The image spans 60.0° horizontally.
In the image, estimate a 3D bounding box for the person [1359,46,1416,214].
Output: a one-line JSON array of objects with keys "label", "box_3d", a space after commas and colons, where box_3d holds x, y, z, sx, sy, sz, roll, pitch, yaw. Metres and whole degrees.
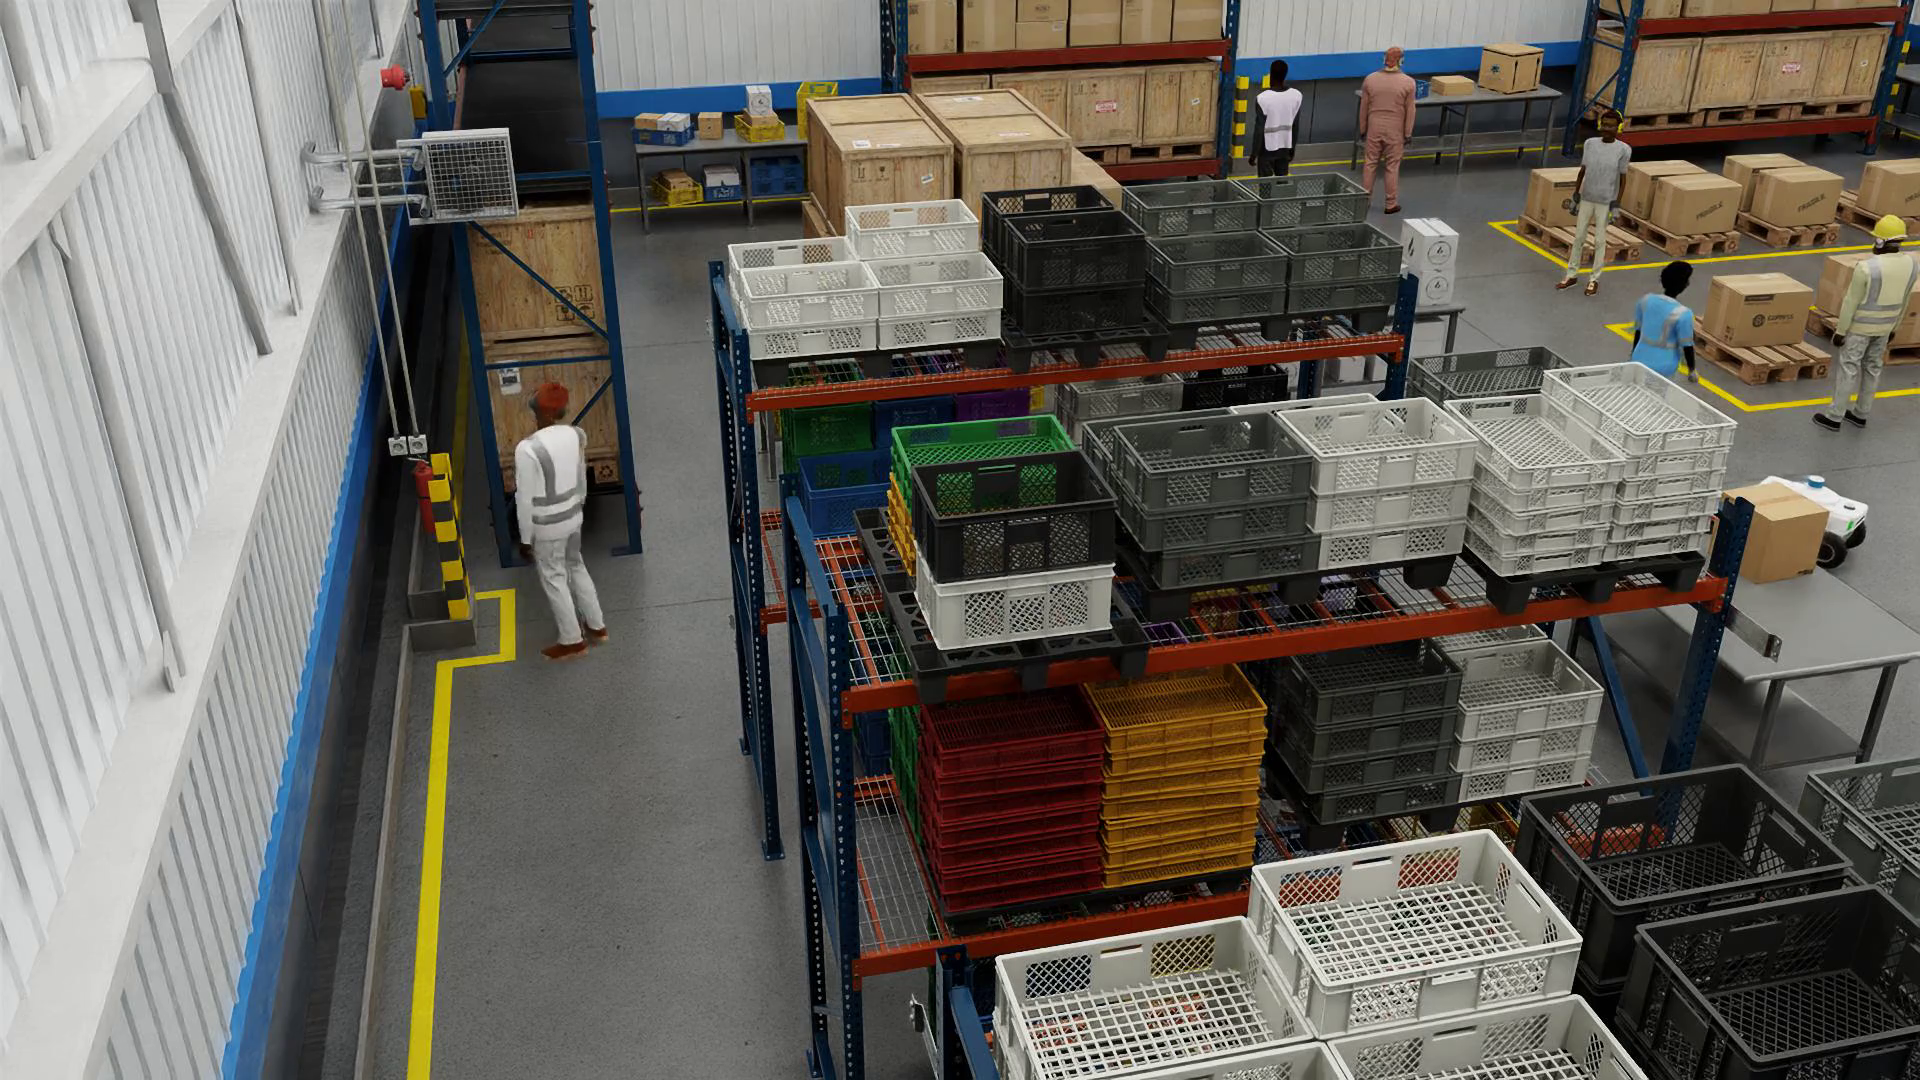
[{"label": "person", "box_3d": [4.947, -4.753, 19.298, 0.639, 1.904, 0.407, 14, 31, 25]}]

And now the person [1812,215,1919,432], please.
[{"label": "person", "box_3d": [7.502, -1.781, 13.747, 0.581, 1.823, 0.403, -6, 28, -12]}]

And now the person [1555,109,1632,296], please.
[{"label": "person", "box_3d": [6.414, -3.410, 16.779, 0.528, 1.876, 0.323, 22, 35, 36]}]

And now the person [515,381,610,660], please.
[{"label": "person", "box_3d": [-2.522, -0.086, 10.507, 0.380, 1.867, 0.623, 11, 30, 21]}]

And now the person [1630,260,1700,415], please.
[{"label": "person", "box_3d": [5.526, -1.383, 13.125, 0.389, 1.693, 0.549, -9, 29, -16]}]

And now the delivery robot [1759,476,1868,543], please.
[{"label": "delivery robot", "box_3d": [6.144, -0.231, 12.045, 0.707, 0.478, 0.477, 24, 35, 37]}]

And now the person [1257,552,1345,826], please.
[{"label": "person", "box_3d": [1.853, 0.649, 9.013, 0.379, 1.937, 0.629, -7, 29, -13]}]

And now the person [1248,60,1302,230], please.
[{"label": "person", "box_3d": [3.507, -4.369, 18.553, 0.590, 1.918, 0.389, -12, 30, -21]}]
